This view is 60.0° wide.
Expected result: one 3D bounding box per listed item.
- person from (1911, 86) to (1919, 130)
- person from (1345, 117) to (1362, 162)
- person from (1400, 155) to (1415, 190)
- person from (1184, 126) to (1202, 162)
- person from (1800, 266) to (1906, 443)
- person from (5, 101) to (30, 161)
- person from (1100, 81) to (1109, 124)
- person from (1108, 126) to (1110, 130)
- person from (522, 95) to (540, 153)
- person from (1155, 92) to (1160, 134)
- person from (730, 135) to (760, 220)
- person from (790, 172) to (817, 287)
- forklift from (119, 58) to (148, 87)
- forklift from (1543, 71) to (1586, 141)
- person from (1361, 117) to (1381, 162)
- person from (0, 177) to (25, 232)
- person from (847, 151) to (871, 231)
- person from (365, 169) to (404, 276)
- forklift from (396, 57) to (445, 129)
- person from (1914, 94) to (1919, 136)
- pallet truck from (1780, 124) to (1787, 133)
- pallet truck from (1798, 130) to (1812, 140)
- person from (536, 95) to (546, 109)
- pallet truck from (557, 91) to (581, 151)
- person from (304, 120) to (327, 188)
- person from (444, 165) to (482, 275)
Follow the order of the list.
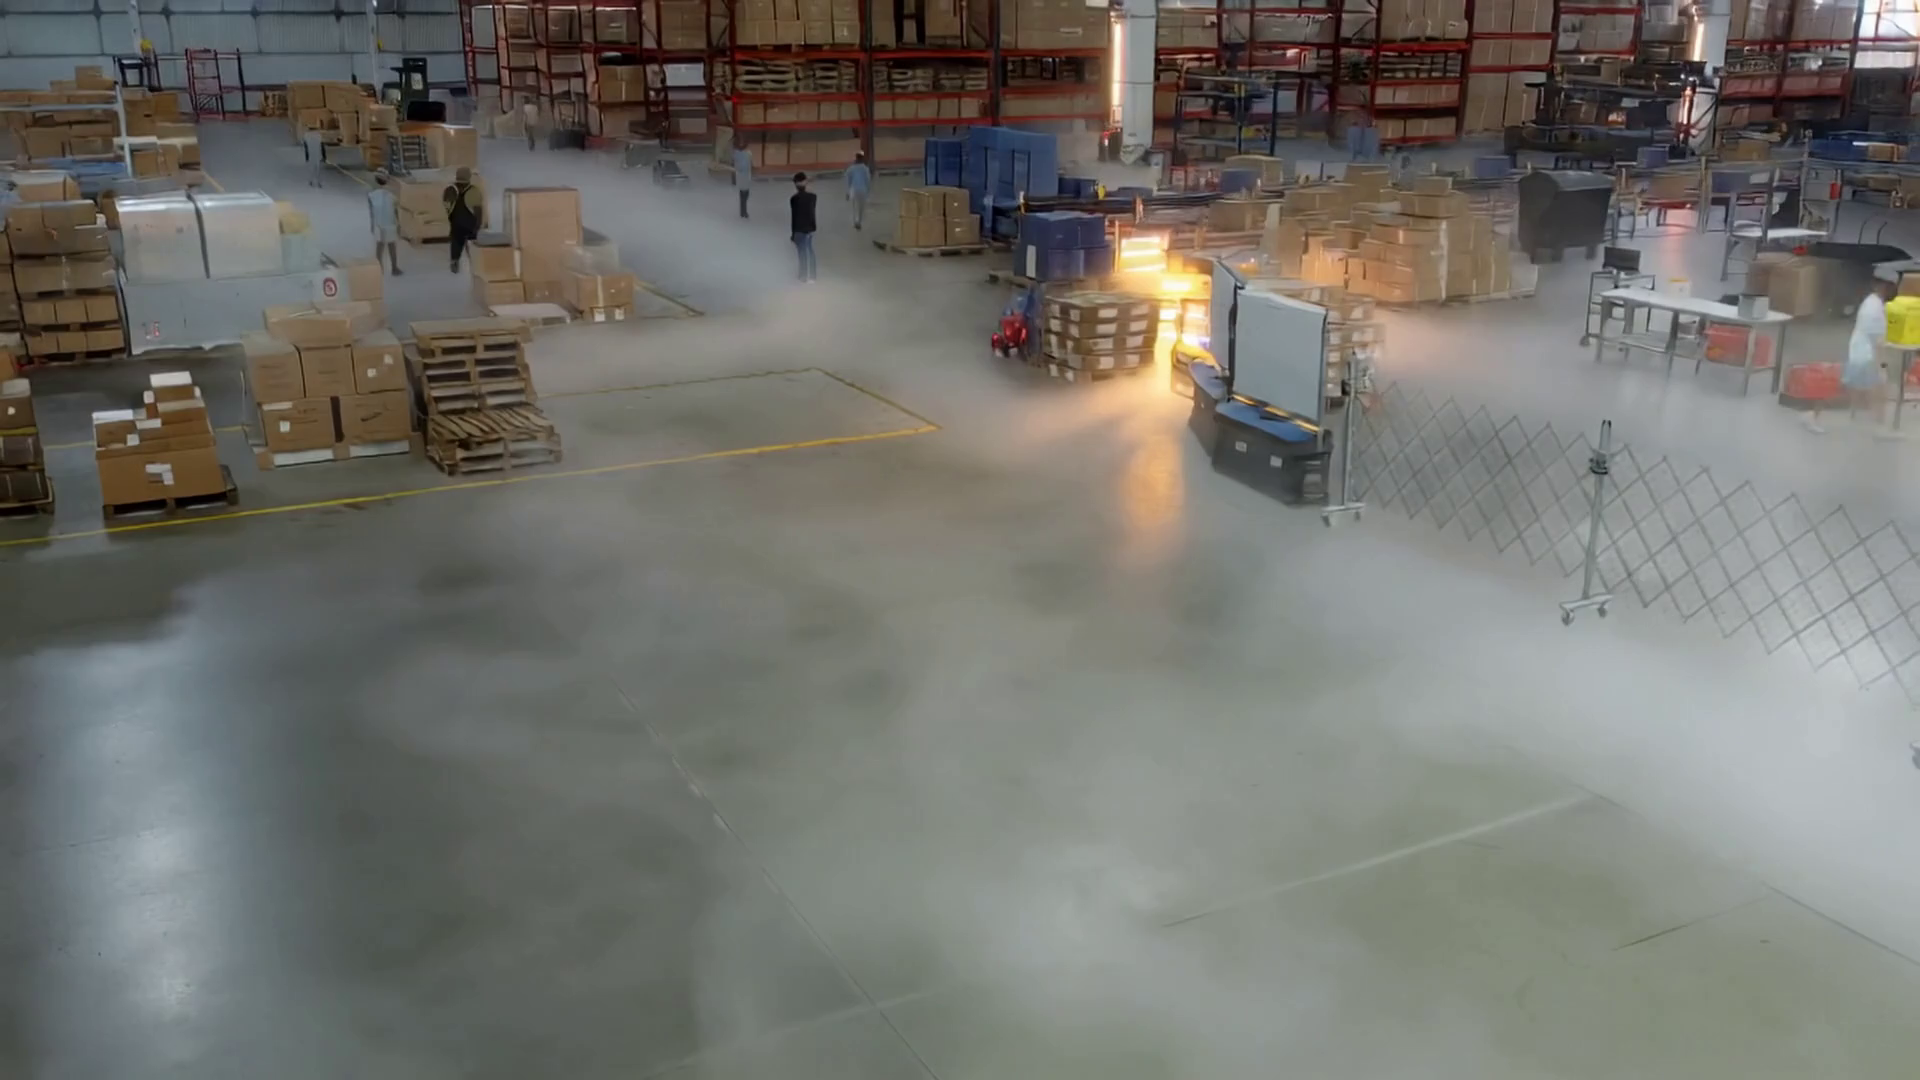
[{"bbox_3d":[38.348,-17.298,66.590,0.606,1.740,0.541,-8,19,-23],"label":"person"},{"bbox_3d":[11.886,-11.888,49.962,0.505,1.602,0.743,-7,19,-21],"label":"person"},{"bbox_3d":[9.452,-7.333,35.558,0.901,1.723,0.545,-6,19,-17],"label":"person"},{"bbox_3d":[6.398,-10.561,45.734,0.867,1.654,0.538,-13,22,-35],"label":"person"},{"bbox_3d":[10.264,-2.115,18.915,1.087,1.977,0.619,12,21,33],"label":"person"},{"bbox_3d":[-30.073,-13.048,53.099,0.630,1.905,0.944,-6,19,-18],"label":"person"},{"bbox_3d":[6.150,-18.227,69.367,0.616,1.810,0.609,13,22,35],"label":"person"},{"bbox_3d":[4.024,-10.215,44.397,0.676,1.817,0.602,-11,21,-30],"label":"person"},{"bbox_3d":[-14.545,-14.048,56.203,0.441,1.904,0.621,10,20,27],"label":"person"},{"bbox_3d":[7.467,-16.492,64.163,0.533,1.683,0.419,-6,19,-19],"label":"person"},{"bbox_3d":[-4.955,-8.420,38.619,0.615,1.926,0.927,-12,21,-32],"label":"person"},{"bbox_3d":[-2.778,-5.459,29.281,0.397,1.992,0.623,13,22,35],"label":"person"},{"bbox_3d":[-32.471,-17.572,65.617,1.129,2.768,1.873,-9,20,-26],"label":"forklift"},{"bbox_3d":[18.685,-13.231,52.085,1.873,2.768,1.129,-9,20,-26],"label":"forklift"},{"bbox_3d":[11.324,-10.759,46.006,0.639,1.875,0.872,-5,18,-15],"label":"person"},{"bbox_3d":[-17.183,-5.664,30.211,0.533,1.817,0.953,-10,21,-29],"label":"person"},{"bbox_3d":[-2.250,-7.742,36.842,0.529,1.723,0.865,2,18,5],"label":"person"},{"bbox_3d":[-10.556,-5.810,30.465,0.543,1.939,0.370,1,18,4],"label":"person"},{"bbox_3d":[-21.856,-18.048,67.101,1.873,2.768,1.129,13,22,36],"label":"forklift"},{"bbox_3d":[36.976,-16.494,63.755,0.603,1.951,0.380,0,18,-1],"label":"person"},{"bbox_3d":[25.206,-12.542,52.601,1.601,1.201,0.680,0,18,-2],"label":"pallet truck"},{"bbox_3d":[25.526,-11.556,49.408,1.630,1.274,0.653,-9,20,-26],"label":"pallet truck"},{"bbox_3d":[-16.936,-17.467,67.293,0.538,1.623,0.463,8,20,24],"label":"person"},{"bbox_3d":[-13.495,-14.412,57.188,0.823,1.965,1.885,-3,18,-9],"label":"pallet truck"},{"bbox_3d":[-17.517,-10.482,45.196,0.411,1.848,0.508,14,23,38],"label":"person"},{"bbox_3d":[-9.046,-5.829,30.361,0.686,2.000,0.732,1,18,3],"label":"person"}]
